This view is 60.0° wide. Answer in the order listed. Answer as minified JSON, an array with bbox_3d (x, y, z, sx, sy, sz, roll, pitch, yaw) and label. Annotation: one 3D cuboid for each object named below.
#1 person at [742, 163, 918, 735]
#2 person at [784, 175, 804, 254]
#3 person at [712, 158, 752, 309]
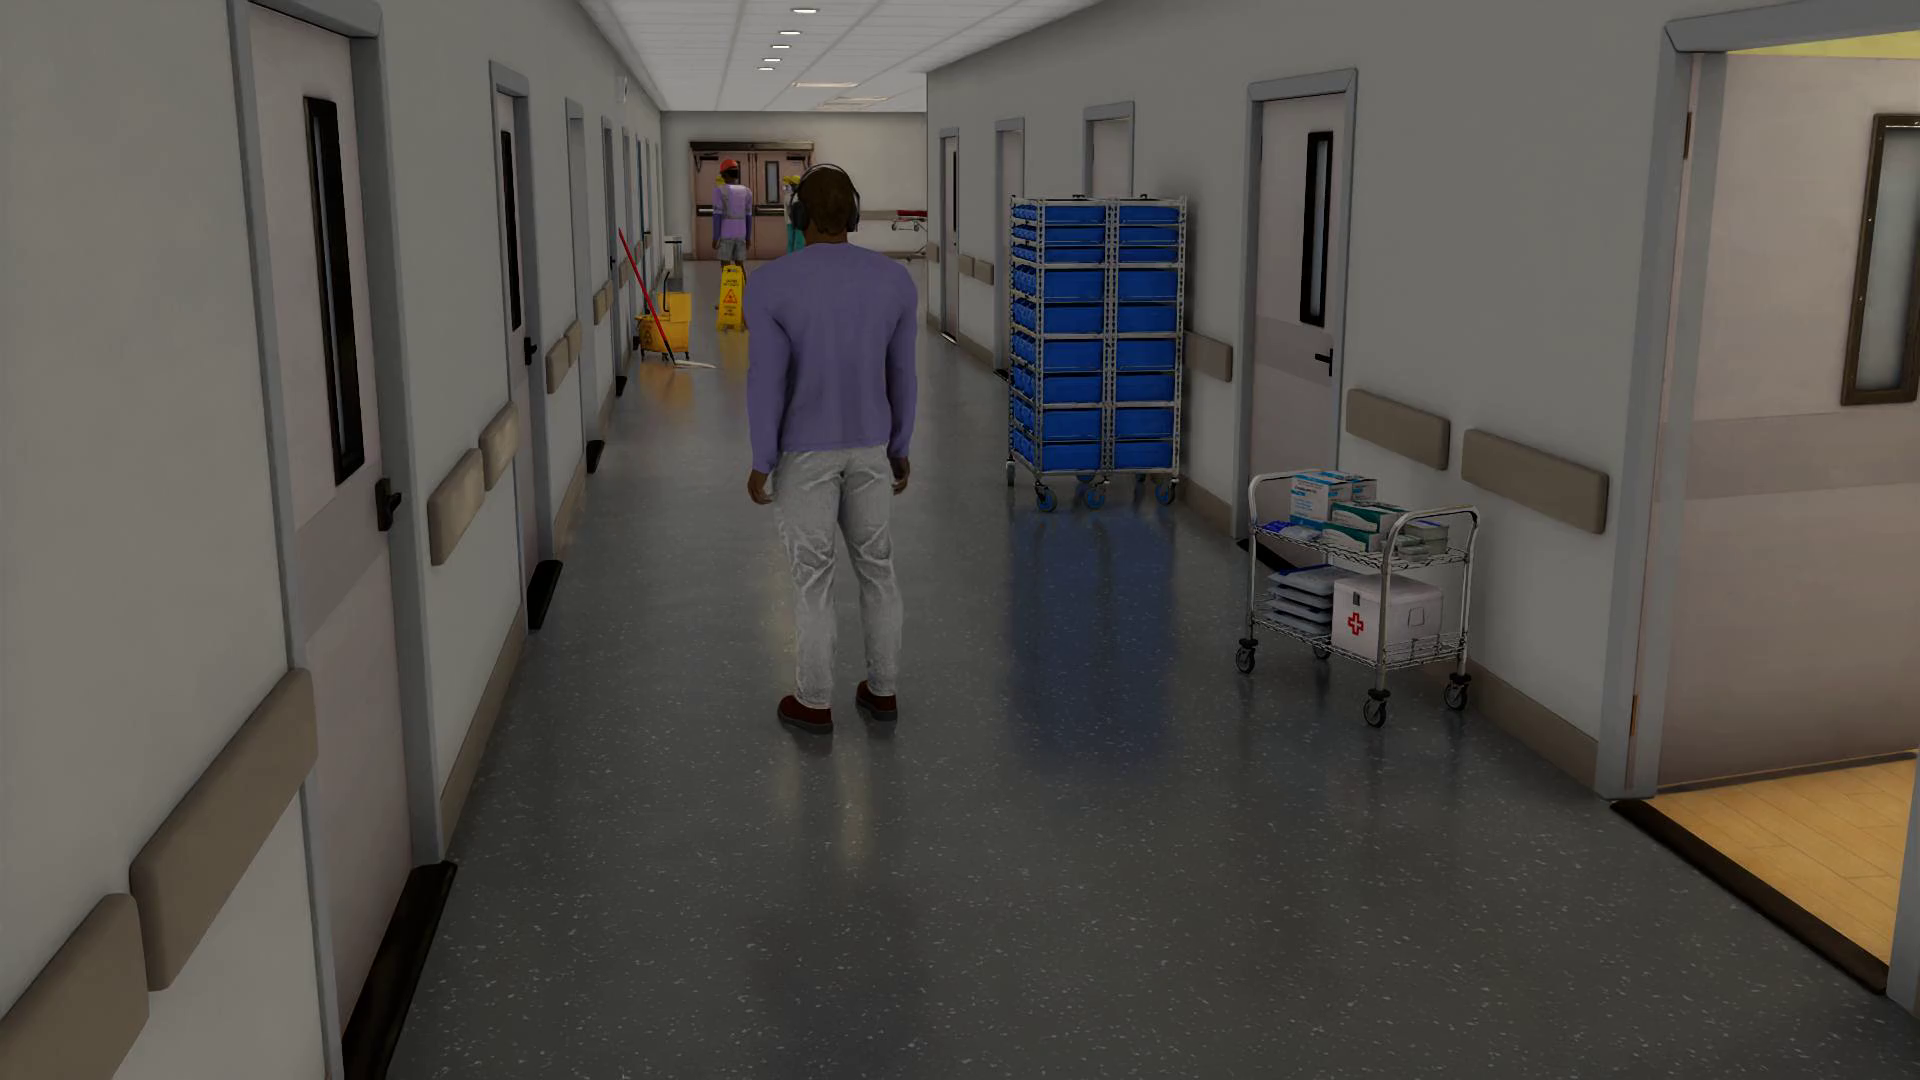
[{"bbox_3d":[-0.437,-0.299,5.704,0.632,1.938,0.359,-7,14,-28],"label":"person"},{"bbox_3d":[-2.932,-5.654,29.872,0.523,1.769,0.315,10,16,38],"label":"person"},{"bbox_3d":[-3.111,-4.151,22.622,0.618,2.028,0.409,-11,17,-41],"label":"person"}]
